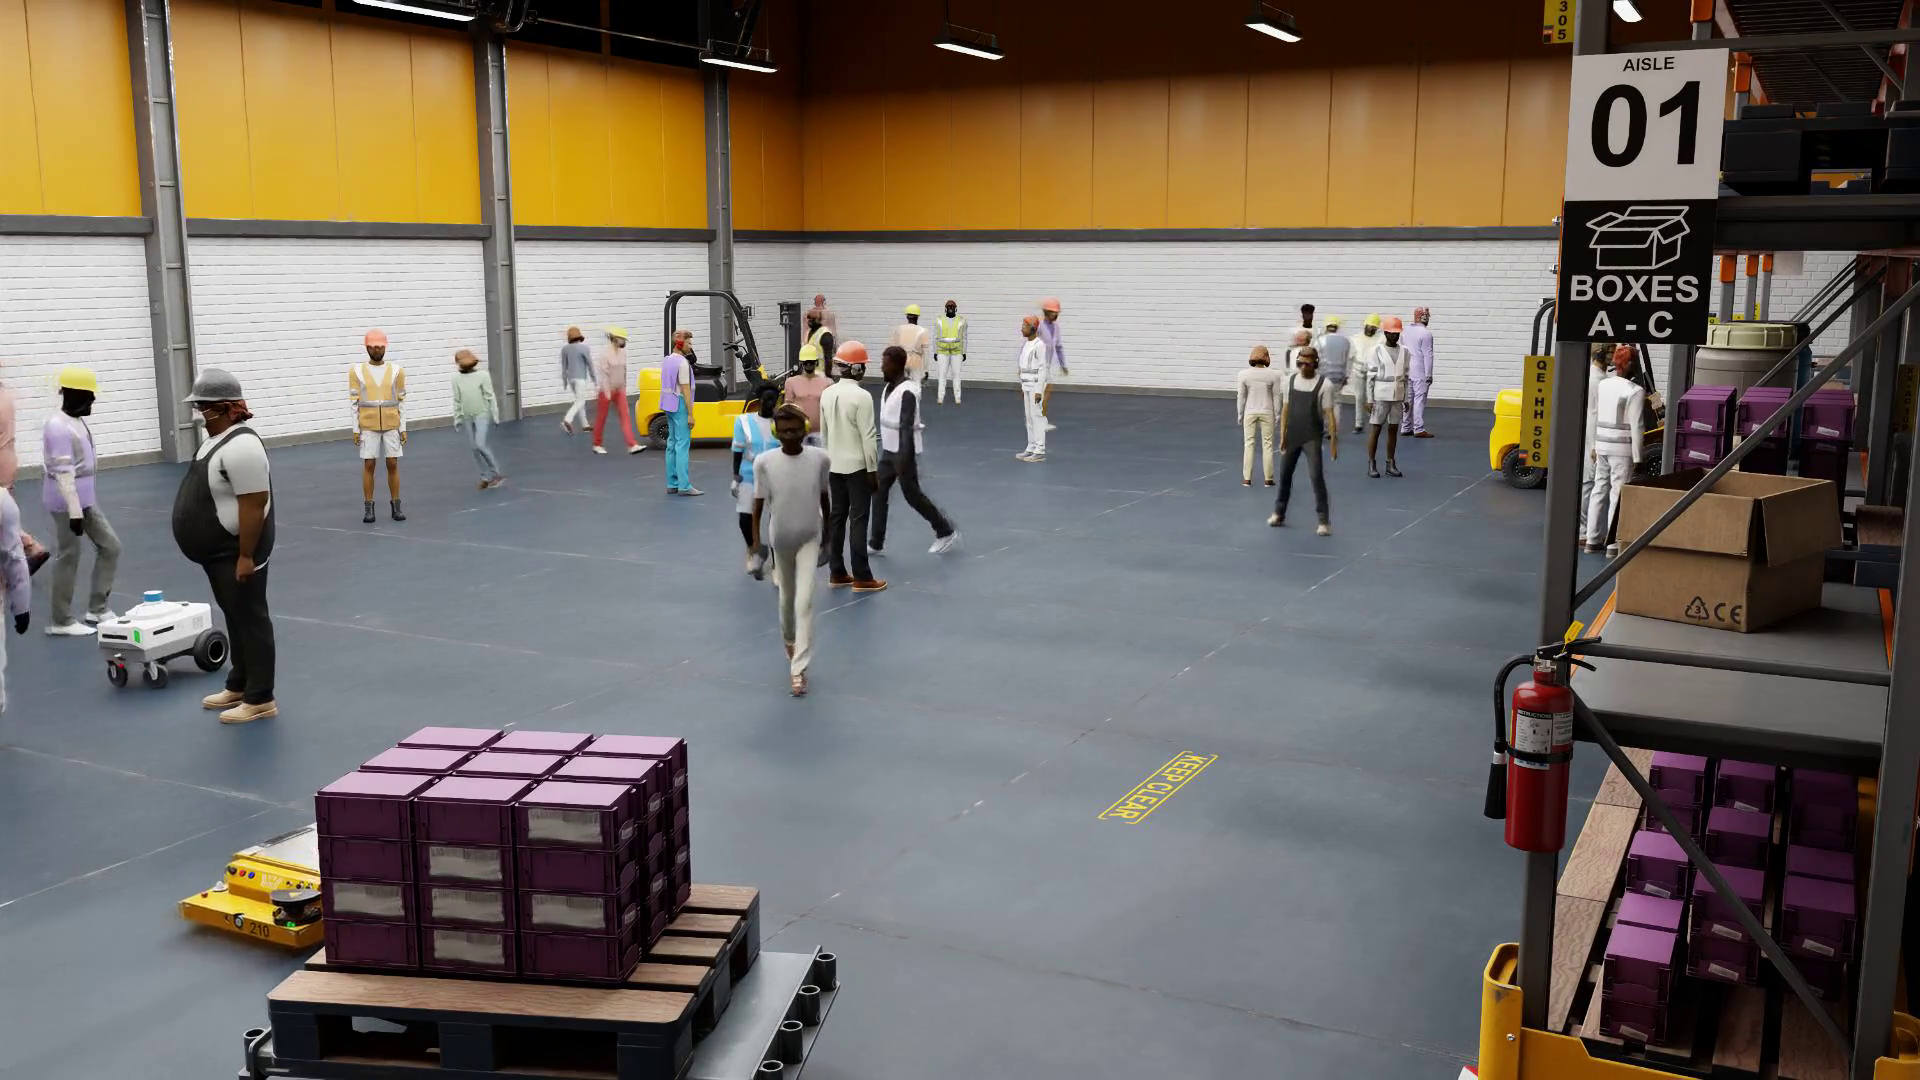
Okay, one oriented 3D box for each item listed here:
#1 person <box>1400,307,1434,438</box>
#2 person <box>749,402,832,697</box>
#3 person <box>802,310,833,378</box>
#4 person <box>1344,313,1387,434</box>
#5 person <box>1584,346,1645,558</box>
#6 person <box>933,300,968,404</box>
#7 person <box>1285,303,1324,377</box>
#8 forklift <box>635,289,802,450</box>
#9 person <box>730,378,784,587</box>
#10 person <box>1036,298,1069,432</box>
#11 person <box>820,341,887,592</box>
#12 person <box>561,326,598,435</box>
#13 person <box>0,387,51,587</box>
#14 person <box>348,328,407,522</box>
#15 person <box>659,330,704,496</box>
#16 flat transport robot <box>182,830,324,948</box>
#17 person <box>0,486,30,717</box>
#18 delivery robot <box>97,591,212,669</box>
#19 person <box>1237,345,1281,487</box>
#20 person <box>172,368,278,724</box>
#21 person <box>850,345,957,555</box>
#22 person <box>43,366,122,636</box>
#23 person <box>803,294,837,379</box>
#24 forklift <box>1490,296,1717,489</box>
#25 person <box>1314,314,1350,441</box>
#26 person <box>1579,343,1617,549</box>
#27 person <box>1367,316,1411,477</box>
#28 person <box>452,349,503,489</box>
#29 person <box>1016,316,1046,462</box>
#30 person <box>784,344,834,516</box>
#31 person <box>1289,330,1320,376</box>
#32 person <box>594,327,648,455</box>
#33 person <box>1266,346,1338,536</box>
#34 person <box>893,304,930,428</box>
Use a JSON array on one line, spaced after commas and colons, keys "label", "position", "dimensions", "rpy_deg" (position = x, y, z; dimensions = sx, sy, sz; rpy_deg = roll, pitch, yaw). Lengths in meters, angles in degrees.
[{"label": "person", "position": [6.710, -2.450, 24.305], "dimensions": [0.404, 1.906, 0.652], "rpy_deg": [-4, 11, -22]}, {"label": "person", "position": [-1.064, 0.010, 10.445], "dimensions": [0.528, 1.790, 1.043], "rpy_deg": [-1, 10, -6]}, {"label": "person", "position": [-2.246, -2.570, 25.233], "dimensions": [0.572, 1.820, 0.642], "rpy_deg": [-6, 11, -31]}, {"label": "person", "position": [6.018, -2.461, 24.654], "dimensions": [0.632, 1.806, 0.425], "rpy_deg": [5, 11, 27]}, {"label": "person", "position": [5.807, -0.772, 14.694], "dimensions": [0.358, 1.879, 0.578], "rpy_deg": [-4, 10, -21]}, {"label": "person", "position": [-0.175, -3.355, 29.725], "dimensions": [0.627, 1.847, 0.429], "rpy_deg": [0, 10, 0]}, {"label": "person", "position": [5.342, -2.728, 25.875], "dimensions": [0.610, 1.929, 0.947], "rpy_deg": [0, 10, 0]}, {"label": "forklift", "position": [-3.358, -2.392, 23.136], "dimensions": [2.313, 2.155, 1.214], "rpy_deg": [-1, 10, -5]}, {"label": "person", "position": [-1.578, -0.478, 13.496], "dimensions": [0.571, 1.688, 0.508], "rpy_deg": [-1, 10, -7]}, {"label": "person", "position": [1.324, -2.623, 25.017], "dimensions": [0.772, 2.002, 0.609], "rpy_deg": [6, 12, 33]}, {"label": "person", "position": [-0.860, -0.583, 13.240], "dimensions": [0.378, 1.995, 0.609], "rpy_deg": [-9, 14, -43]}, {"label": "person", "position": [-5.723, -2.379, 24.735], "dimensions": [0.509, 1.607, 0.744], "rpy_deg": [6, 11, 29]}, {"label": "person", "position": [-7.737, -0.544, 13.330], "dimensions": [0.472, 1.892, 0.645], "rpy_deg": [-3, 10, -17]}, {"label": "person", "position": [-5.812, -1.147, 16.659], "dimensions": [0.545, 1.942, 0.350], "rpy_deg": [-5, 11, -25]}, {"label": "person", "position": [-3.123, -1.404, 18.444], "dimensions": [0.388, 1.837, 0.564], "rpy_deg": [-7, 12, -34]}, {"label": "flat transport robot", "position": [-2.489, 1.338, 7.102], "dimensions": [0.652, 0.197, 1.431], "rpy_deg": [5, 11, 27]}, {"label": "person", "position": [-5.121, 0.337, 8.493], "dimensions": [0.679, 1.799, 0.780], "rpy_deg": [-5, 11, -28]}, {"label": "delivery robot", "position": [-5.076, 0.564, 10.493], "dimensions": [0.477, 0.478, 0.707], "rpy_deg": [3, 10, 15]}, {"label": "person", "position": [3.442, -1.426, 19.160], "dimensions": [0.499, 1.633, 0.279], "rpy_deg": [2, 10, 14]}, {"label": "person", "position": [-4.228, 0.028, 9.571], "dimensions": [0.536, 2.000, 0.681], "rpy_deg": [-7, 12, -33]}, {"label": "person", "position": [-0.482, -0.787, 14.753], "dimensions": [0.933, 1.888, 0.601], "rpy_deg": [-4, 10, -21]}, {"label": "person", "position": [-6.135, -0.266, 11.675], "dimensions": [0.660, 1.895, 0.624], "rpy_deg": [-2, 10, -13]}, {"label": "person", "position": [-2.630, -3.683, 31.443], "dimensions": [0.641, 1.909, 0.409], "rpy_deg": [1, 10, 7]}, {"label": "forklift", "position": [7.296, -1.677, 18.993], "dimensions": [2.313, 2.155, 1.214], "rpy_deg": [5, 11, 27]}, {"label": "person", "position": [5.297, -2.327, 23.872], "dimensions": [0.611, 1.815, 0.500], "rpy_deg": [-2, 10, -14]}, {"label": "person", "position": [5.766, -0.878, 15.130], "dimensions": [0.383, 1.942, 0.631], "rpy_deg": [3, 10, 18]}, {"label": "person", "position": [5.145, -1.708, 19.919], "dimensions": [0.551, 1.935, 0.375], "rpy_deg": [-2, 10, -13]}, {"label": "person", "position": [-5.496, -1.361, 18.902], "dimensions": [0.588, 1.598, 0.366], "rpy_deg": [5, 11, 25]}, {"label": "person", "position": [0.939, -1.949, 21.469], "dimensions": [0.337, 1.882, 0.583], "rpy_deg": [-3, 10, -16]}, {"label": "person", "position": [-1.525, -1.103, 16.911], "dimensions": [0.525, 1.769, 0.313], "rpy_deg": [-1, 10, -8]}, {"label": "person", "position": [4.828, -2.099, 23.131], "dimensions": [0.613, 1.614, 0.559], "rpy_deg": [-3, 10, -15]}, {"label": "person", "position": [-4.562, -1.969, 22.103], "dimensions": [0.916, 1.695, 0.561], "rpy_deg": [7, 12, 34]}, {"label": "person", "position": [3.320, -0.969, 16.054], "dimensions": [0.694, 1.814, 0.489], "rpy_deg": [7, 12, 35]}, {"label": "person", "position": [-0.747, -2.674, 25.622], "dimensions": [0.597, 1.914, 0.436], "rpy_deg": [3, 10, 18]}]
